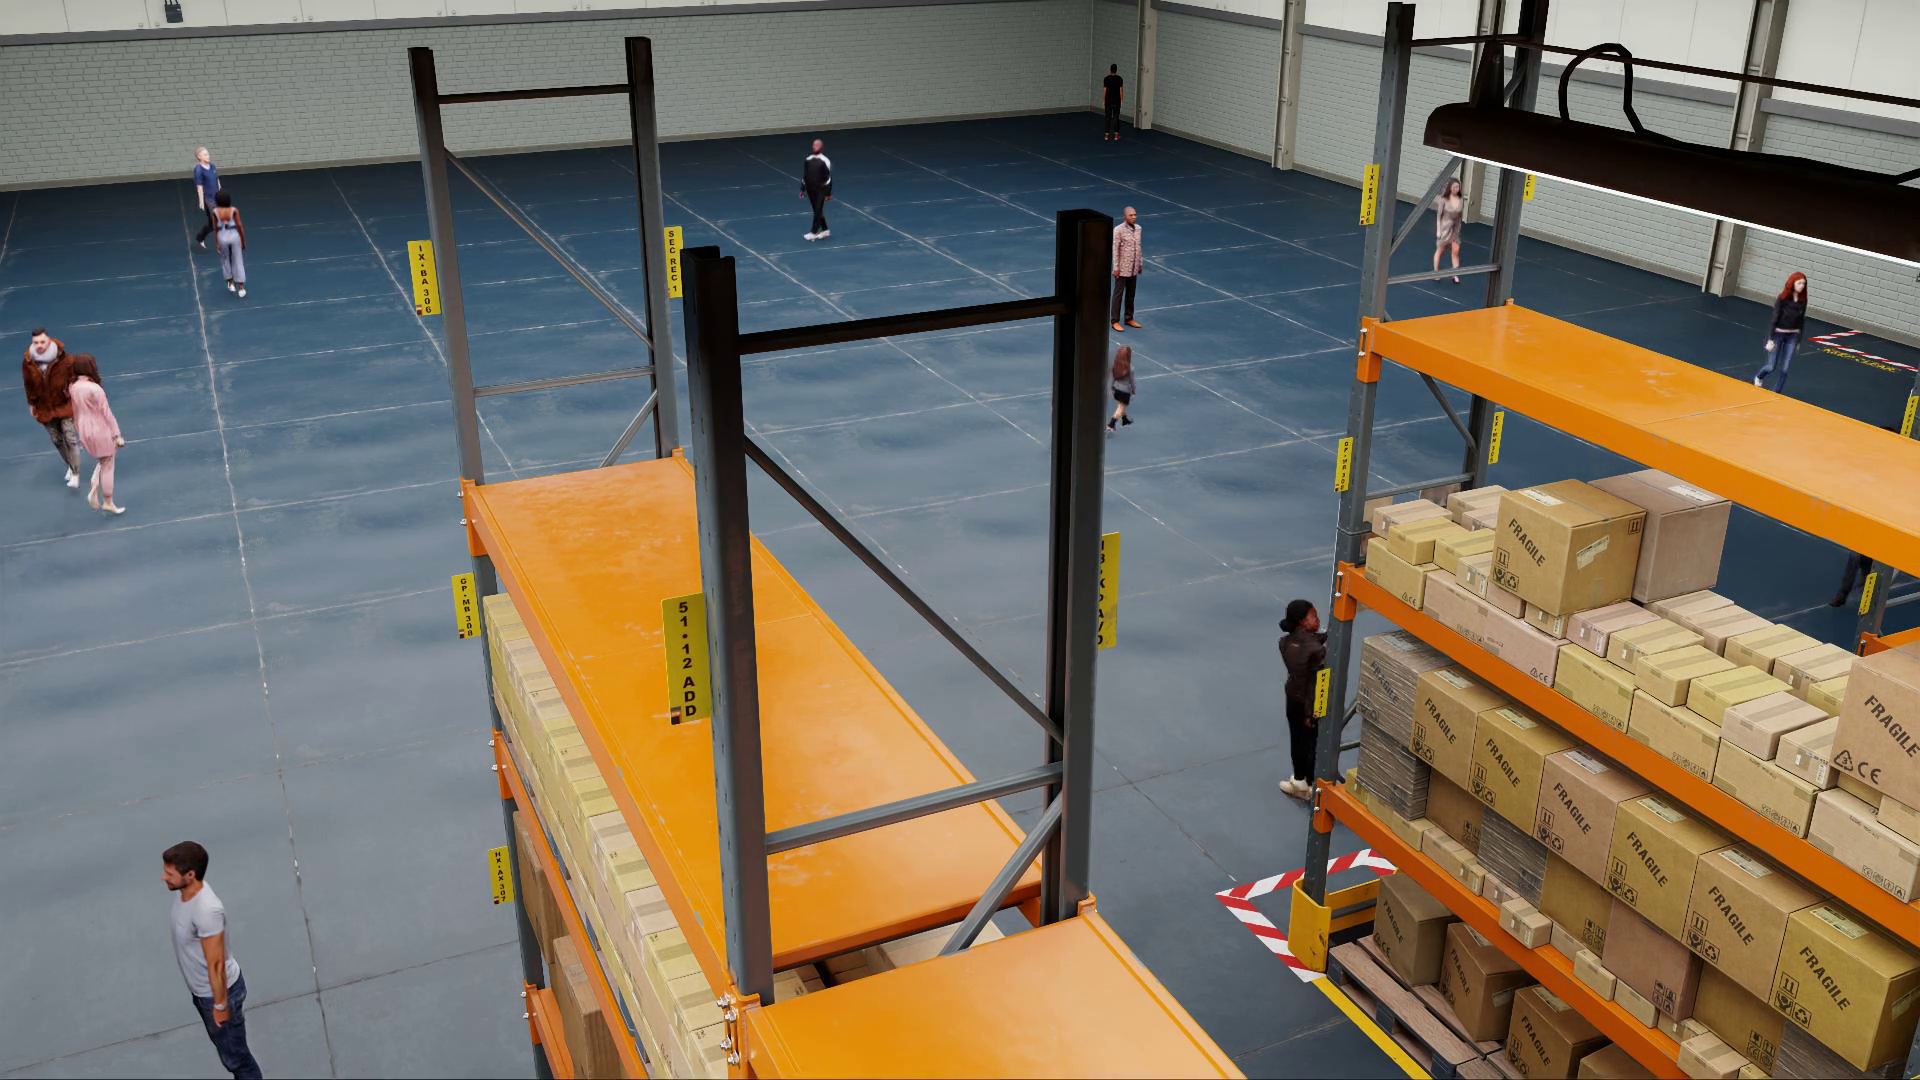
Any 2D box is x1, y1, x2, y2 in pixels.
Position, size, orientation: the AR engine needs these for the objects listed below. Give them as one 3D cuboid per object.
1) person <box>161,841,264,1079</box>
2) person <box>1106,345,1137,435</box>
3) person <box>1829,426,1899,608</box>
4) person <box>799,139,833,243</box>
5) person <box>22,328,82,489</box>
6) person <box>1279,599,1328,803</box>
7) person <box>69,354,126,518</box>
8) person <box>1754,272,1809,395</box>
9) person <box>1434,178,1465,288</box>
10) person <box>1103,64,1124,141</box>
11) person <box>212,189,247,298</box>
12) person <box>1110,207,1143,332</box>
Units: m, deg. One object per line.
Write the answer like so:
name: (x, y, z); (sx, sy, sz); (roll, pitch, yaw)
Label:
person: (-4.109, 2.471, 9.211); (0.726, 1.866, 0.573); (-19, 29, -37)
person: (1.956, -1.829, 20.327); (0.704, 1.081, 0.785); (-21, 31, -40)
person: (8.611, -0.251, 15.758); (0.797, 1.752, 1.071); (-14, 27, -30)
person: (-2.518, -6.286, 29.891); (1.159, 1.797, 1.071); (16, 28, 33)
person: (-10.106, -1.503, 18.638); (0.857, 1.801, 1.086); (-4, 23, -9)
person: (2.684, 1.248, 12.360); (0.830, 1.654, 0.667); (-4, 23, -10)
person: (-9.209, -1.063, 17.620); (0.756, 1.790, 0.820); (10, 25, 22)
person: (10.403, -2.537, 21.102); (0.815, 1.778, 0.971); (1, 23, 1)
person: (7.880, -4.994, 26.967); (0.828, 1.709, 1.098); (-3, 23, -7)
person: (3.661, -10.515, 39.888); (0.708, 1.757, 0.731); (4, 23, 9)
person: (-11.510, -4.658, 26.221); (0.622, 1.675, 0.886); (-9, 25, -20)
person: (2.455, -4.029, 24.570); (0.720, 1.808, 0.653); (-16, 28, -33)
